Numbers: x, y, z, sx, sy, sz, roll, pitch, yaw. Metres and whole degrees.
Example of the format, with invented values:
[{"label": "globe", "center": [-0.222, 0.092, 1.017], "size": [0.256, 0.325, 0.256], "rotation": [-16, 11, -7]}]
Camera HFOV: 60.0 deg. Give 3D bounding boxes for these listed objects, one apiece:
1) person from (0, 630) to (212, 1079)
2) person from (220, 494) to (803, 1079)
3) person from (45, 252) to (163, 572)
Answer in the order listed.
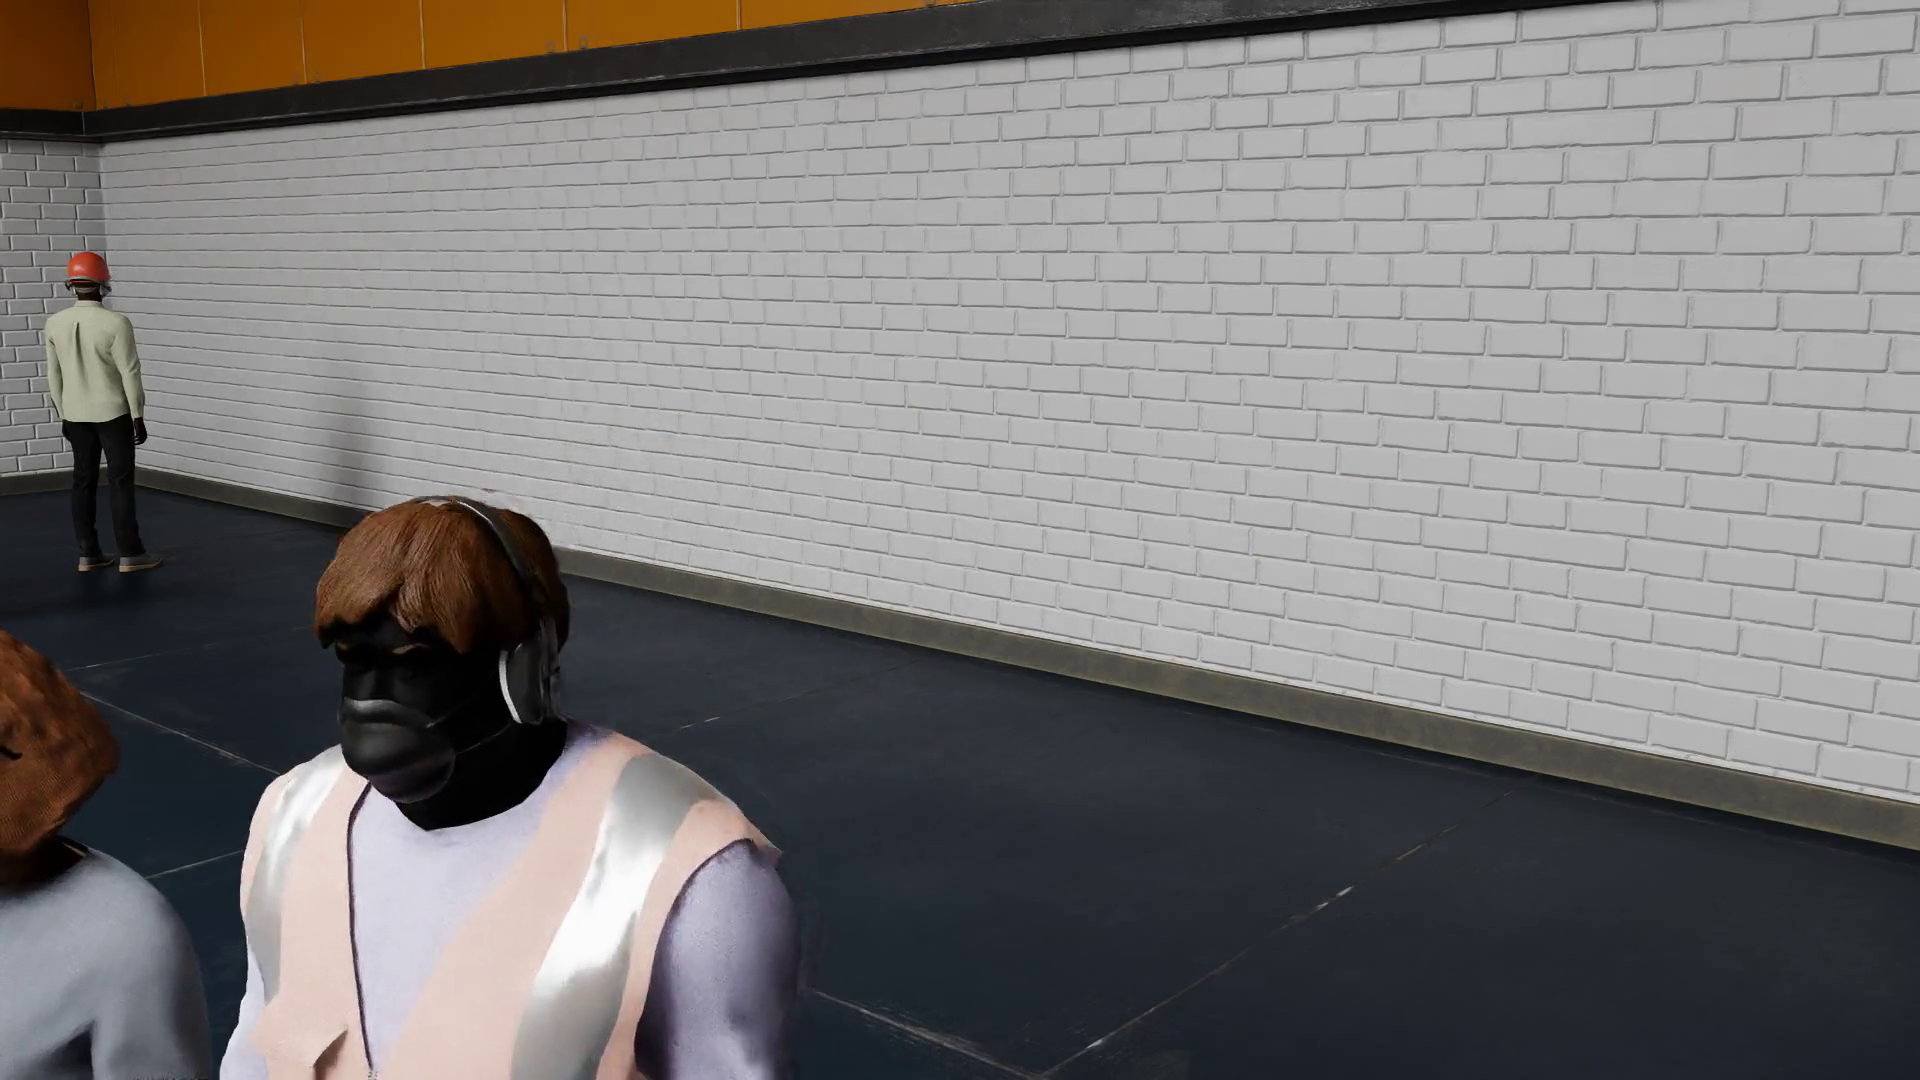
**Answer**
[{"label": "person", "center": [-1.056, 0.886, 1.894], "size": [0.498, 1.633, 0.280], "rotation": [4, 11, 21]}, {"label": "person", "center": [-0.487, 0.839, 1.718], "size": [0.647, 1.792, 0.984], "rotation": [5, 11, 25]}, {"label": "person", "center": [-5.371, -0.790, 10.402], "size": [0.613, 1.997, 0.374], "rotation": [2, 10, 9]}]
